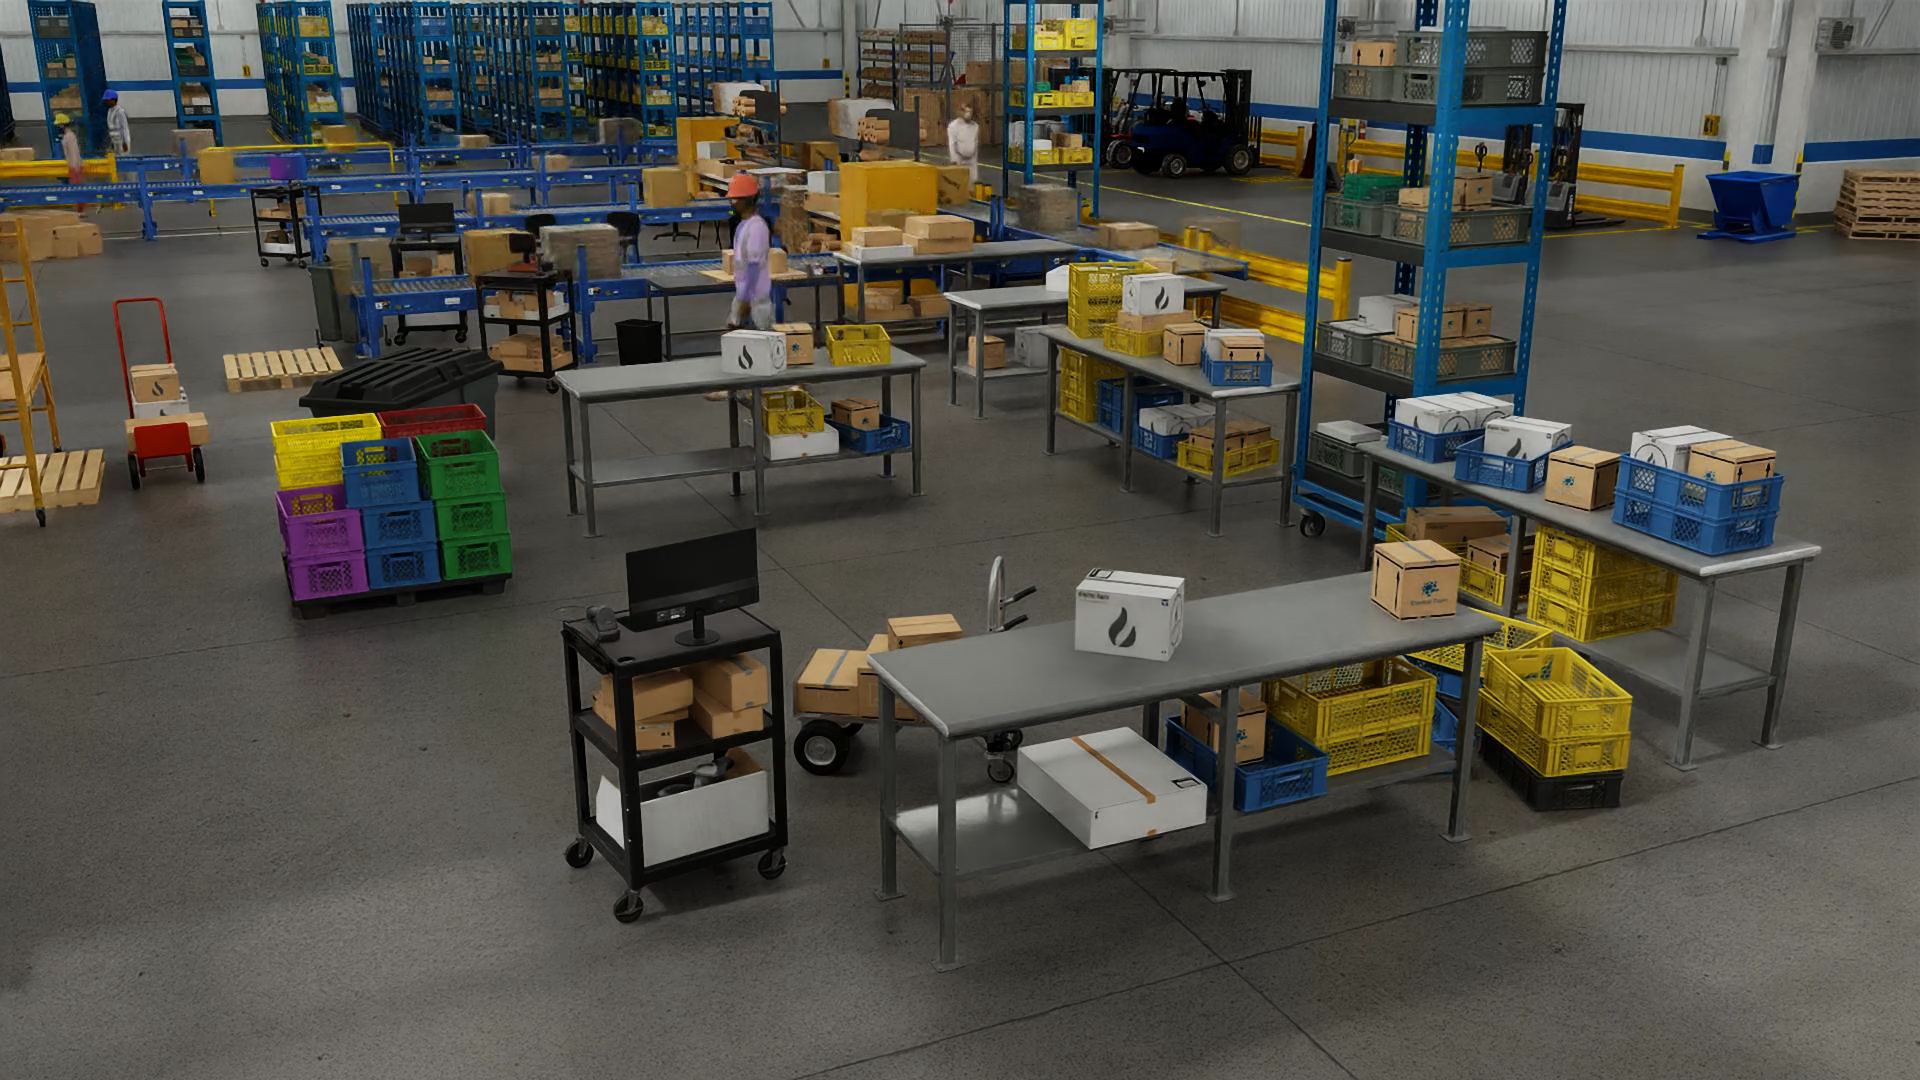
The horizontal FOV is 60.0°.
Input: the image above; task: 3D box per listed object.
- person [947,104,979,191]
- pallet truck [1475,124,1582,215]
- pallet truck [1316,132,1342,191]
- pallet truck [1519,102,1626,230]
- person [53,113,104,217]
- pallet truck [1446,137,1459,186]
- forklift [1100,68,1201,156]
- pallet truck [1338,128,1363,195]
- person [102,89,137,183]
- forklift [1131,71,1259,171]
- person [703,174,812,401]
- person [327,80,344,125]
[{"bbox_3d":[0.101,-6.478,28.410,0.664,1.857,0.994,-10,20,-29],"label":"person"},{"bbox_3d":[9.707,-6.455,28.103,1.885,1.965,0.823,-7,19,-20],"label":"pallet truck"},{"bbox_3d":[7.723,-7.504,32.656,1.601,1.201,0.680,-8,19,-23],"label":"pallet truck"},{"bbox_3d":[9.972,-6.037,26.785,1.885,1.965,0.823,-9,20,-25],"label":"pallet truck"},{"bbox_3d":[-14.915,-6.320,28.085,0.522,1.748,0.547,-10,20,-29],"label":"person"},{"bbox_3d":[9.184,-6.485,29.328,1.630,1.274,0.653,-8,19,-23],"label":"pallet truck"},{"bbox_3d":[4.082,-9.564,37.410,2.680,1.987,1.157,-8,19,-23],"label":"forklift"},{"bbox_3d":[7.845,-7.140,31.411,1.522,1.261,0.704,-9,20,-25],"label":"pallet truck"},{"bbox_3d":[-16.310,-7.747,32.268,0.614,1.939,0.416,16,24,42],"label":"person"},{"bbox_3d":[4.998,-8.936,35.413,2.680,1.987,1.157,-9,20,-25],"label":"forklift"},{"bbox_3d":[-1.801,-2.238,14.801,0.978,2.014,0.606,-8,19,-24],"label":"person"},{"bbox_3d":[-16.787,-11.525,44.353,0.695,1.823,0.590,-2,18,-6],"label":"person"}]
